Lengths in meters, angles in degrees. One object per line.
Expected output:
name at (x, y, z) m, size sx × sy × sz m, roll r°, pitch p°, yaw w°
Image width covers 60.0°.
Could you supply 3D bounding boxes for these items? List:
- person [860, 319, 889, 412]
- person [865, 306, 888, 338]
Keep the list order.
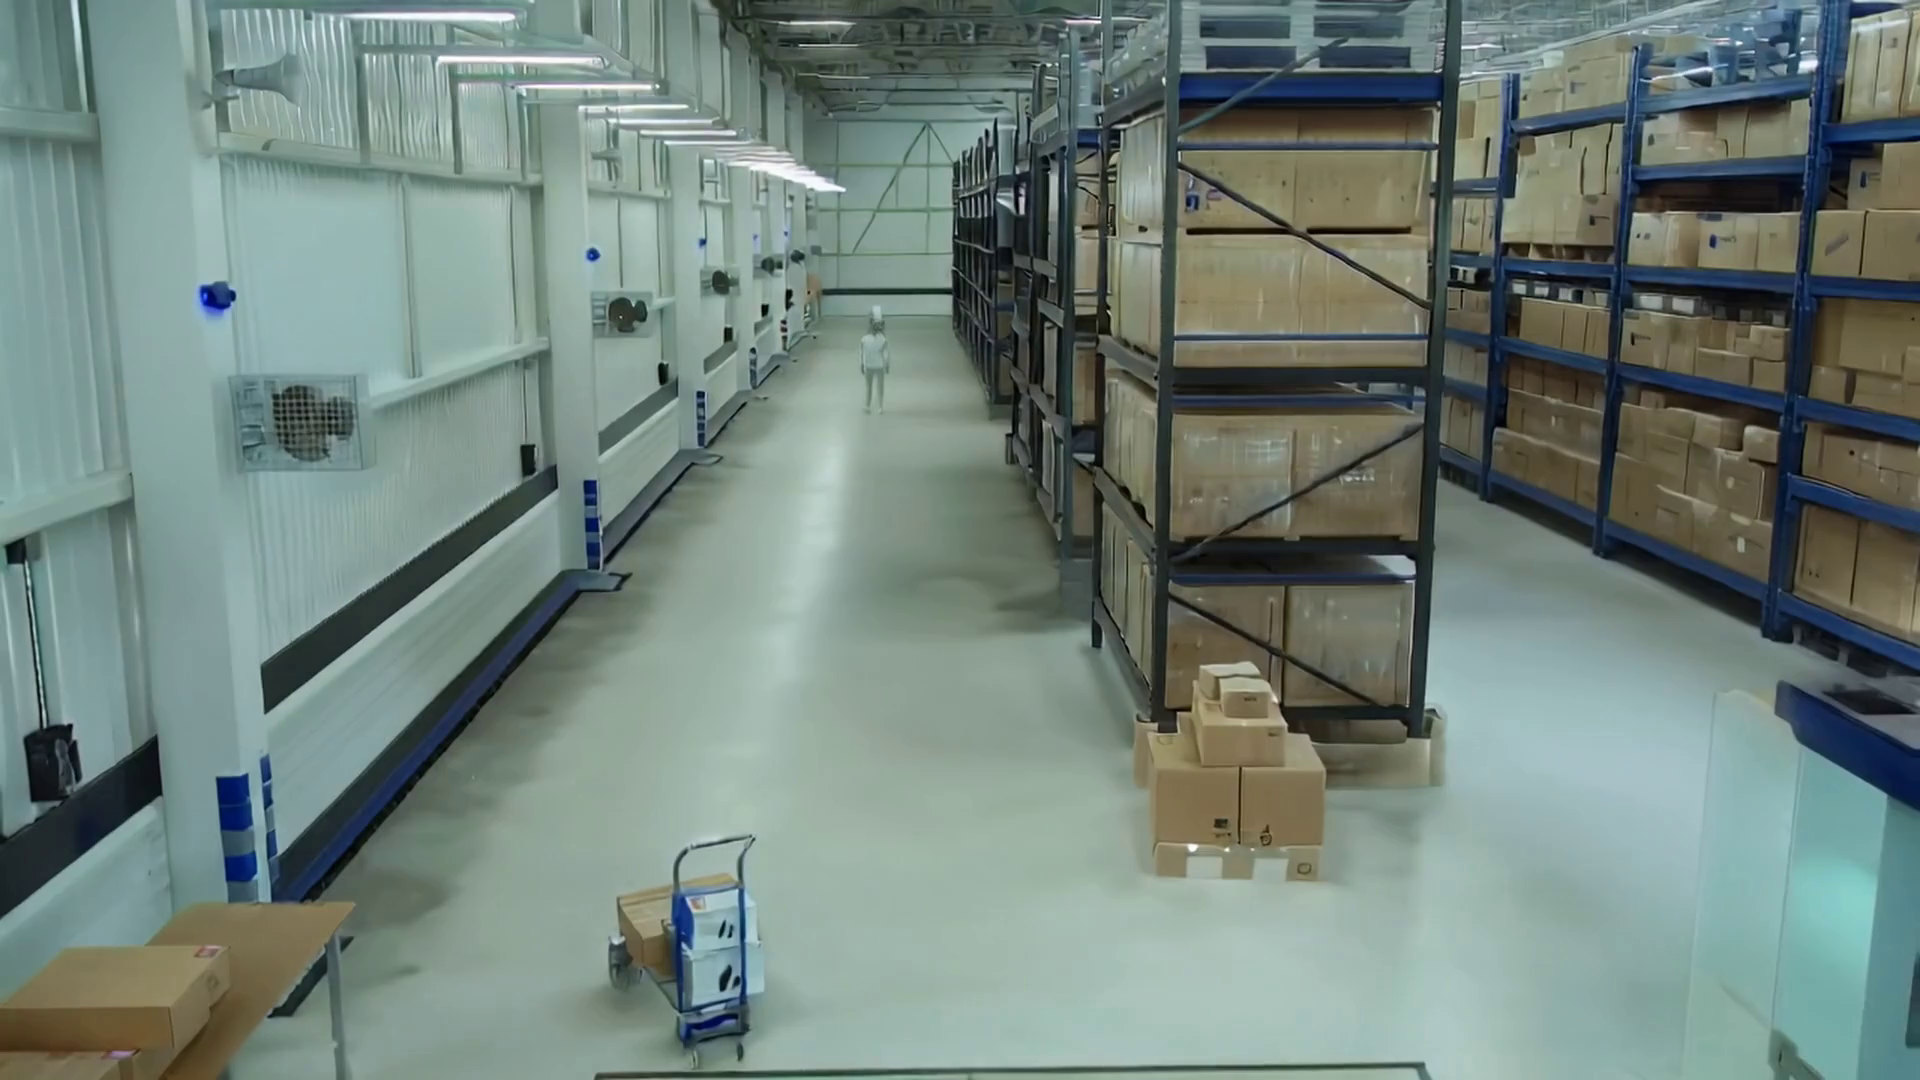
person at (-1.827, -3.729, 35.587) m, size 0.615 × 1.988 × 0.402 m, roll 0°, pitch 11°, yaw 2°
person at (-2.150, -5.075, 42.804) m, size 0.599 × 1.907 × 0.411 m, roll -3°, pitch 11°, yaw -18°
